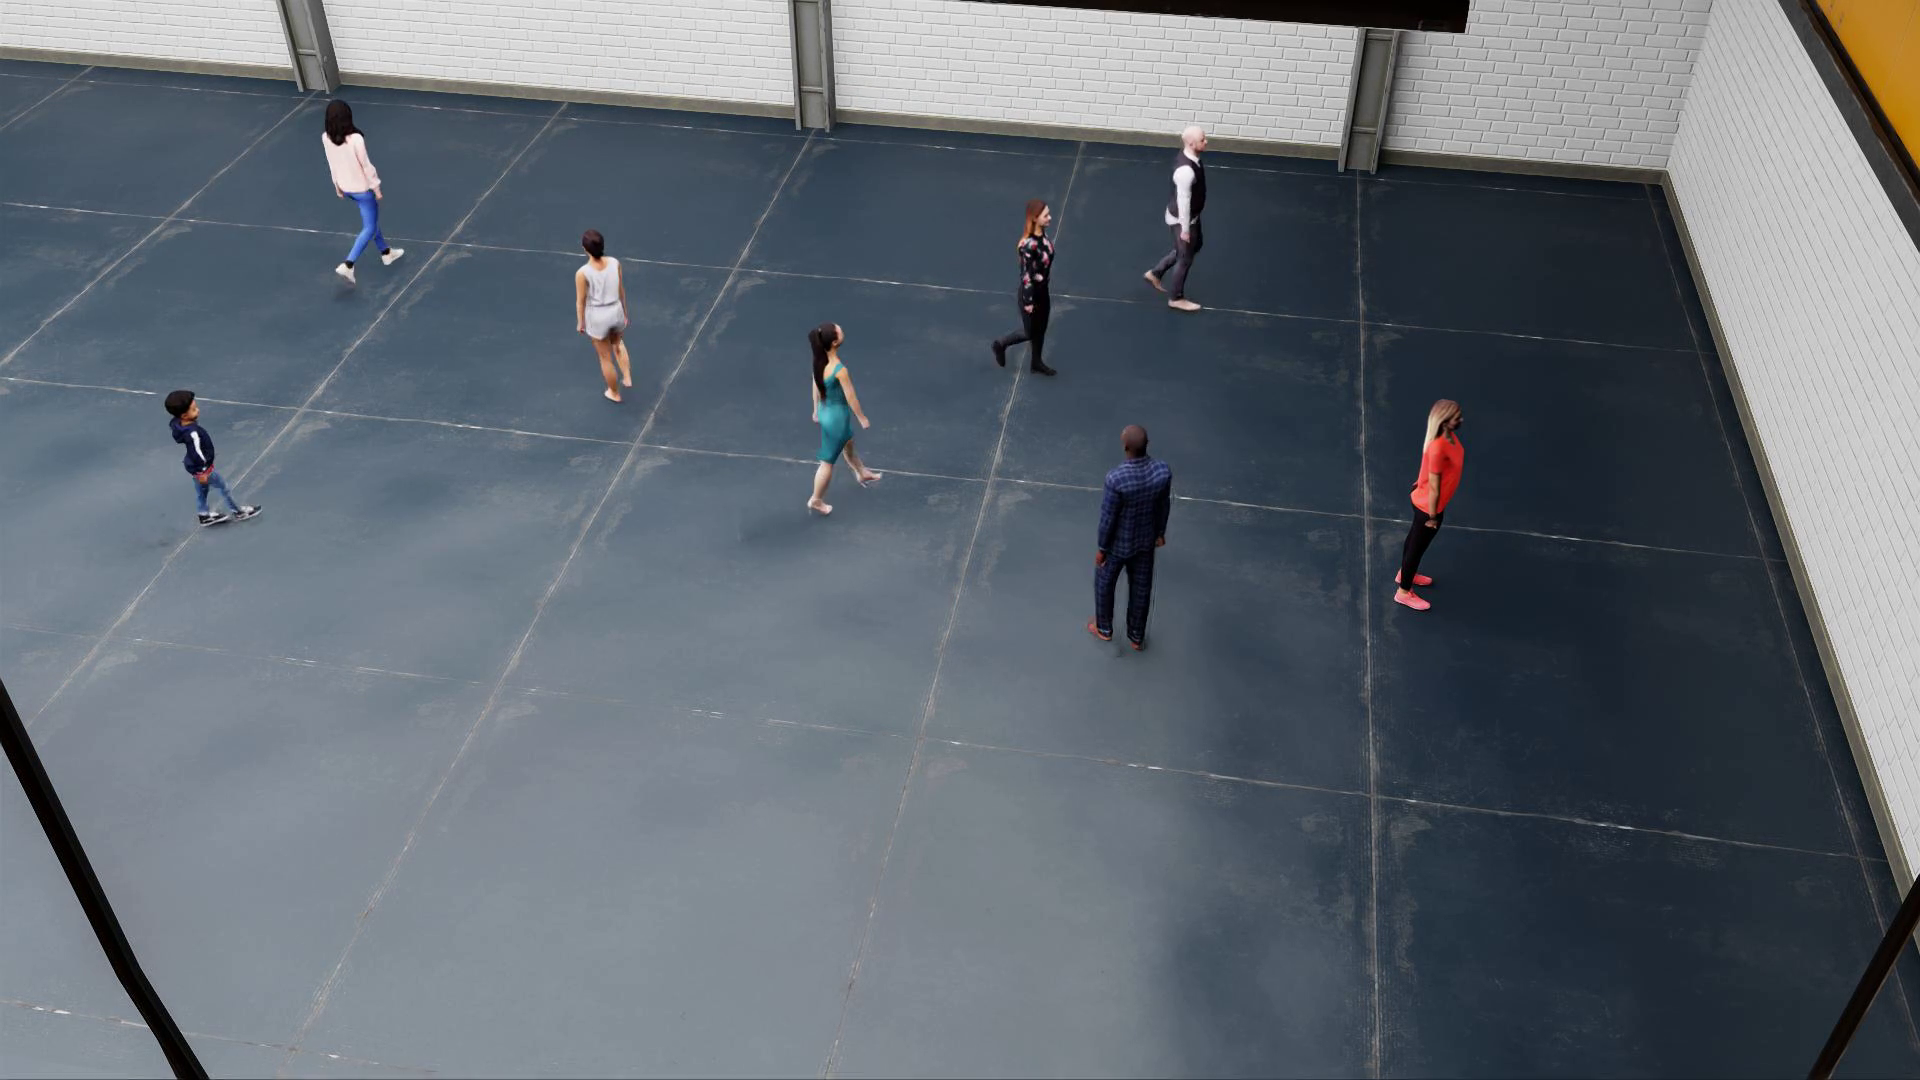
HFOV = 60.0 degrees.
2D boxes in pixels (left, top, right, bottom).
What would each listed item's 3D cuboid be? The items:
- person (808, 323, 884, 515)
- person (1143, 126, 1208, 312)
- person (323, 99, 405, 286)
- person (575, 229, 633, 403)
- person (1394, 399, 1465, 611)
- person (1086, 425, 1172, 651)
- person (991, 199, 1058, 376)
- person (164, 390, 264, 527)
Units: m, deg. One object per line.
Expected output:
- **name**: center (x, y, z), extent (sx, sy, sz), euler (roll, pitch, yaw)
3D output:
- **person**: center (-1.027, -0.872, 12.662), extent (0.997, 1.654, 0.916), euler (-21, 43, -24)
- **person**: center (1.962, -2.912, 15.095), extent (0.772, 1.805, 0.680), euler (6, 39, 7)
- **person**: center (-5.671, -3.224, 15.535), extent (1.138, 1.744, 0.959), euler (19, 42, 22)
- **person**: center (-2.936, -1.837, 13.910), extent (0.678, 1.603, 0.725), euler (-29, 47, -31)
- **person**: center (3.351, -0.283, 11.892), extent (0.564, 1.694, 0.615), euler (11, 40, 14)
- **person**: center (1.175, 0.018, 11.411), extent (0.753, 1.825, 0.873), euler (-8, 39, -9)
- **person**: center (0.555, -2.138, 14.233), extent (0.872, 1.671, 0.695), euler (15, 41, 18)
- **person**: center (-5.849, -0.595, 12.672), extent (0.803, 1.209, 0.731), euler (-19, 42, -22)
